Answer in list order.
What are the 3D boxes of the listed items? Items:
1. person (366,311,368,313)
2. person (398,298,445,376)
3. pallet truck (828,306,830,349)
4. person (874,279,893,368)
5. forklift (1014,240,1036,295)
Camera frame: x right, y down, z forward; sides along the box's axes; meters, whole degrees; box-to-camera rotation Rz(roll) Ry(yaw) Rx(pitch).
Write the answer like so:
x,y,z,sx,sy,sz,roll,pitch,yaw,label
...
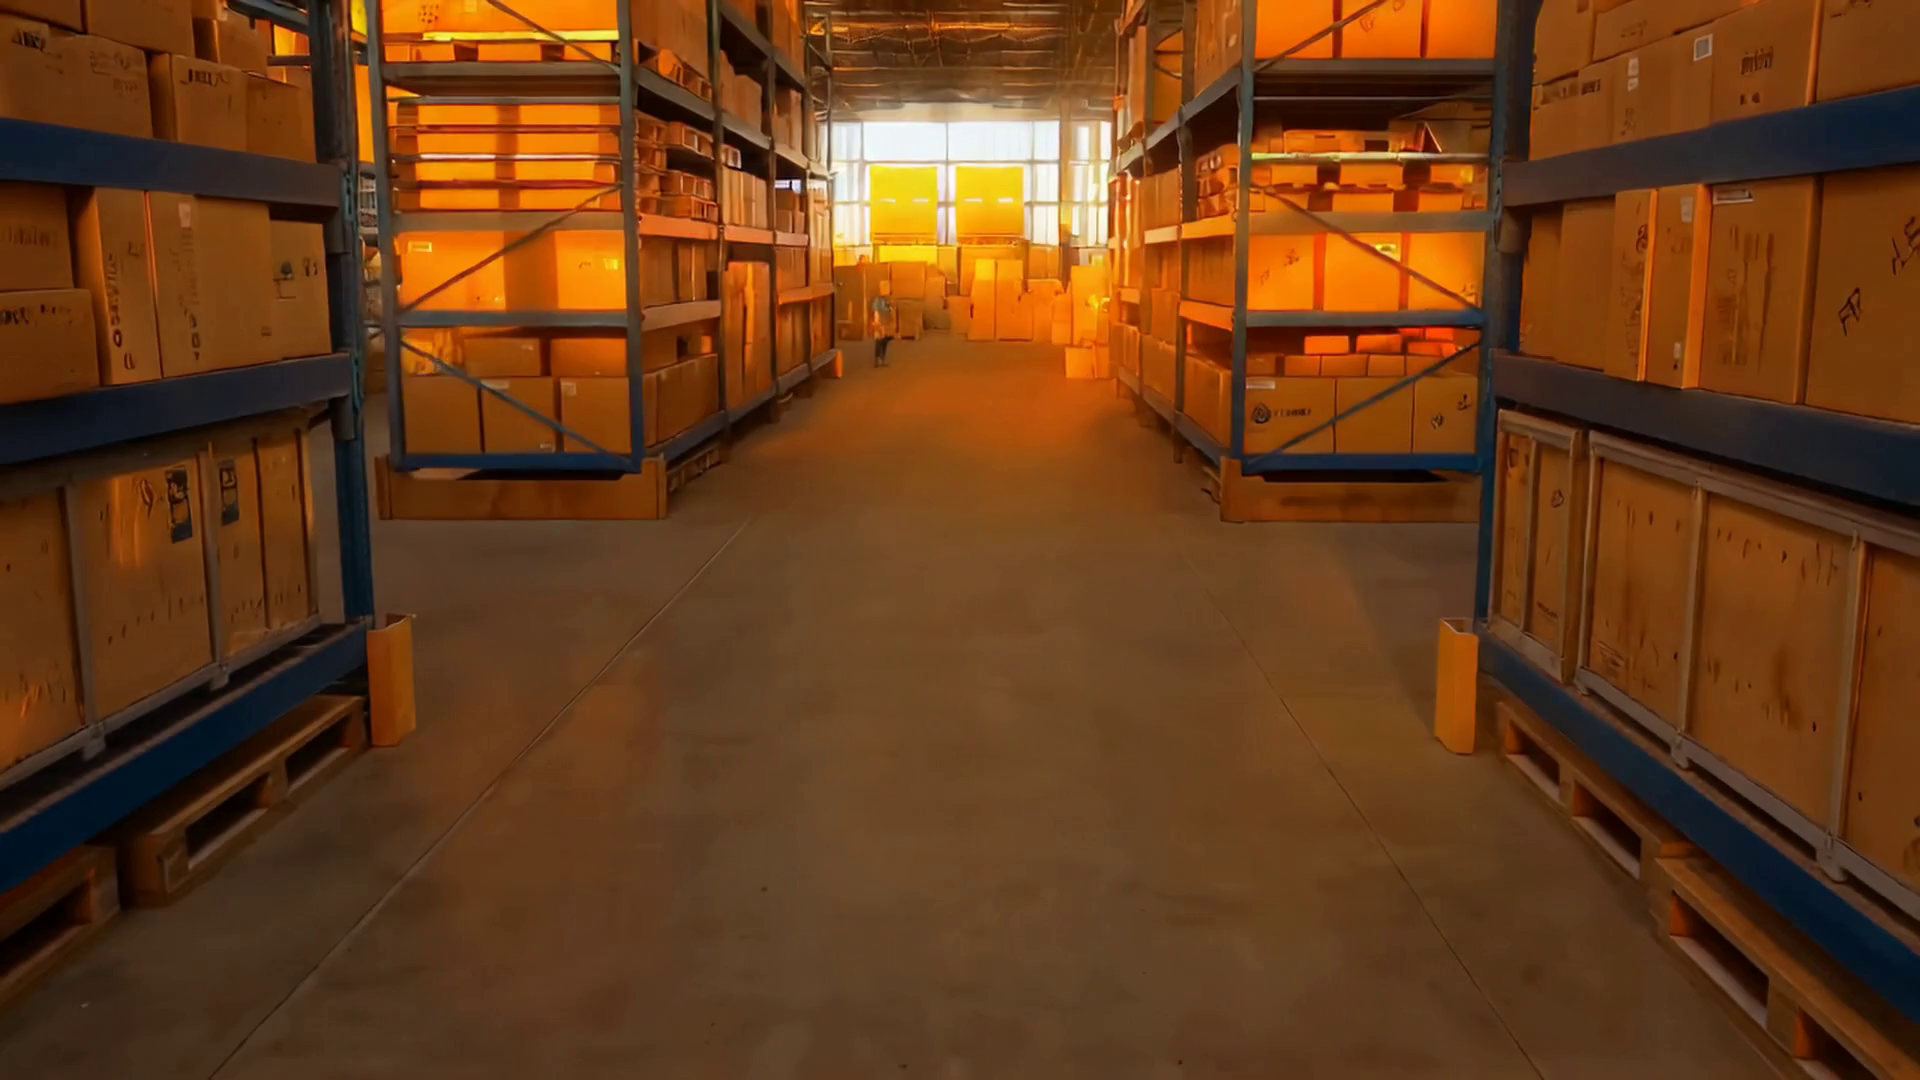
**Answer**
x,y,z,sx,sy,sz,roll,pitch,yaw,label
-24.172,-10.126,66.866,0.611,1.995,0.377,4,10,22,person
-6.710,-2.369,20.677,0.652,1.902,0.842,2,10,12,person
-3.100,-3.940,29.800,1.885,1.965,0.823,3,10,19,pallet truck
-1.469,-4.152,31.972,0.318,1.695,0.539,4,10,24,person
2.253,-9.426,60.022,1.873,2.768,1.129,-3,10,-16,forklift
